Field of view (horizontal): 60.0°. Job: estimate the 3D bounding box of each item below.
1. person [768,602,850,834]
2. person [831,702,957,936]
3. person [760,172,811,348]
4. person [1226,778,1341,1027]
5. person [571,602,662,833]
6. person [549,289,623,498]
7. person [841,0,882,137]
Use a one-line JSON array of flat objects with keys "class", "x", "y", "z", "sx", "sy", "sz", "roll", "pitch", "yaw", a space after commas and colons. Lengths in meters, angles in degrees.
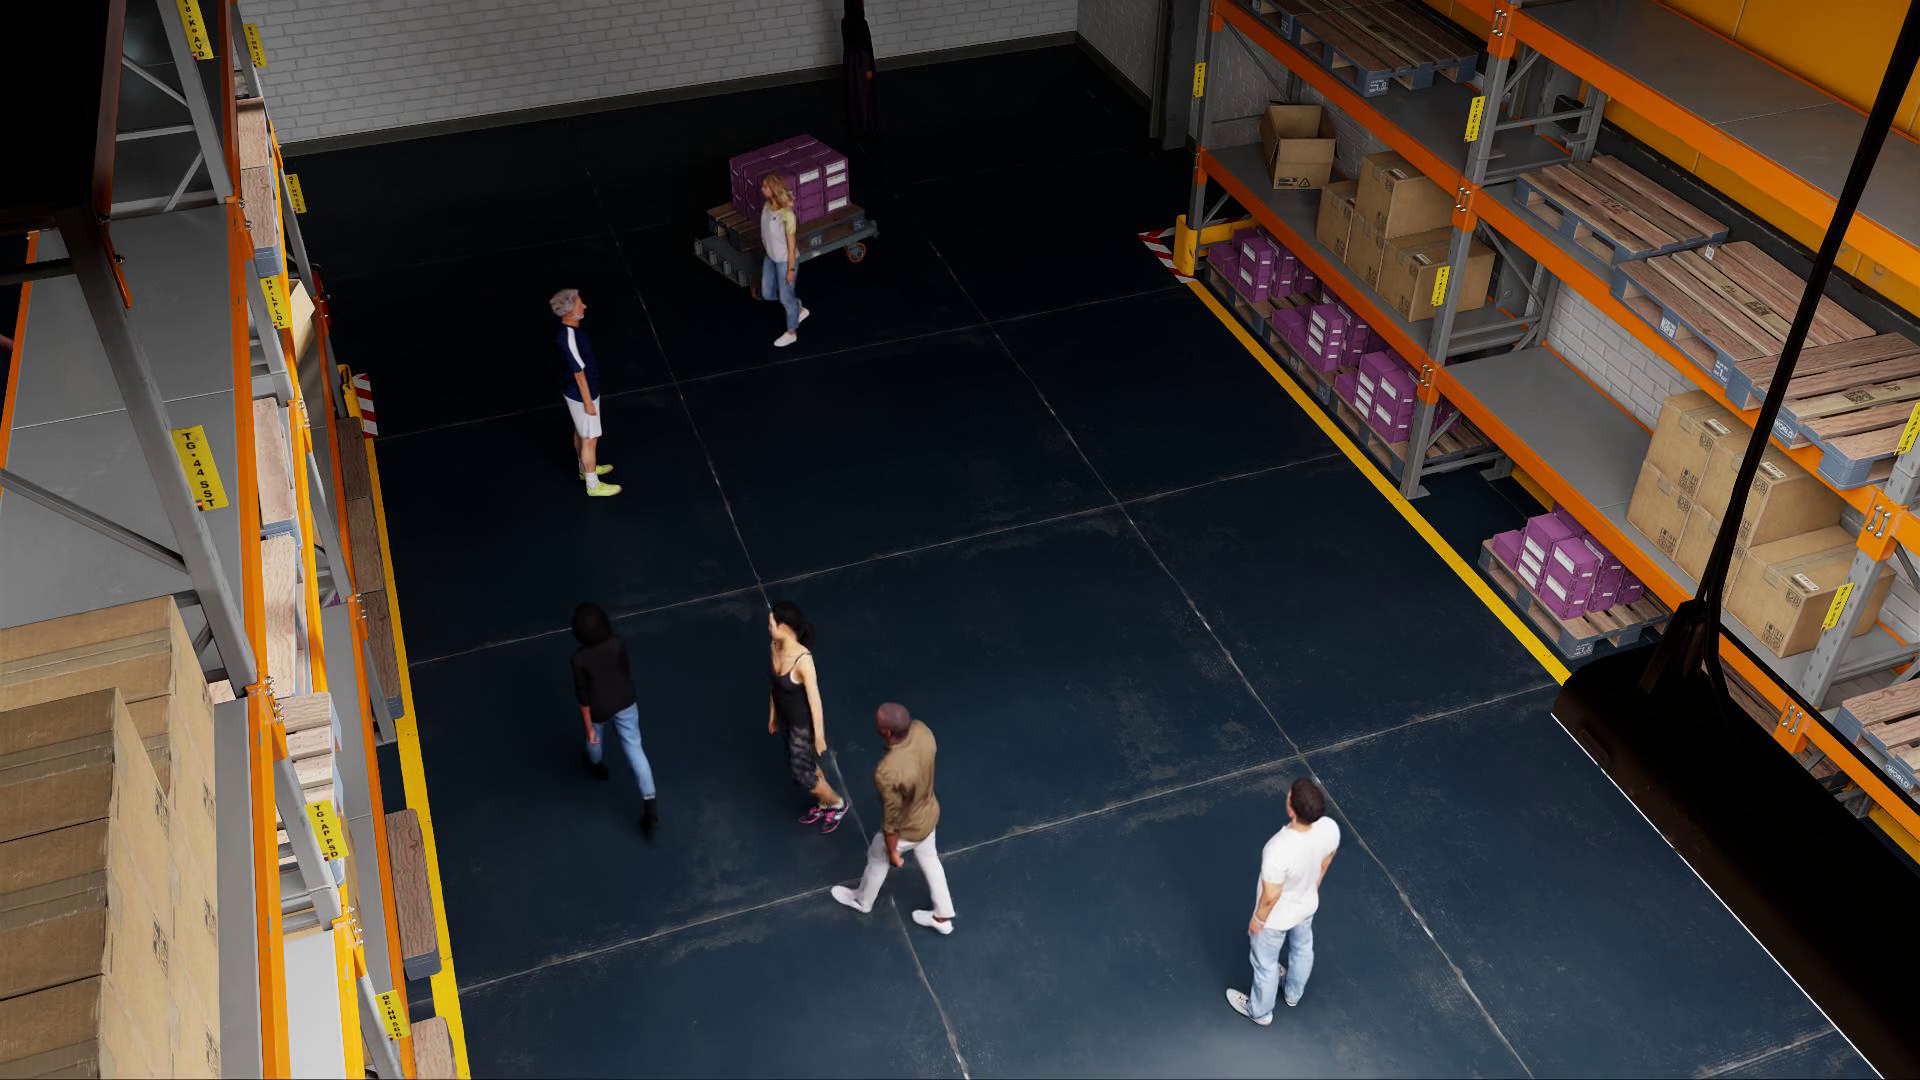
[{"class": "person", "x": -0.964, "y": 1.138, "z": 10.380, "sx": 0.623, "sy": 1.691, "sz": 0.799, "roll": 30, "pitch": 47, "yaw": 32}, {"class": "person", "x": -0.230, "y": 1.662, "z": 9.643, "sx": 1.179, "sy": 1.792, "sz": 1.086, "roll": 22, "pitch": 43, "yaw": 25}, {"class": "person", "x": -1.521, "y": -2.540, "z": 14.968, "sx": 0.811, "sy": 1.712, "sz": 0.747, "roll": -29, "pitch": 47, "yaw": -31}, {"class": "person", "x": 1.806, "y": 1.997, "z": 9.165, "sx": 0.720, "sy": 1.866, "sz": 0.643, "roll": -21, "pitch": 43, "yaw": -24}, {"class": "person", "x": -2.146, "y": 1.122, "z": 10.423, "sx": 0.680, "sy": 1.662, "sz": 1.209, "roll": -19, "pitch": 43, "yaw": -23}, {"class": "person", "x": -3.003, "y": -1.188, "z": 13.174, "sx": 0.683, "sy": 1.838, "sz": 0.472, "roll": -13, "pitch": 40, "yaw": -16}, {"class": "person", "x": -1.134, "y": -5.320, "z": 18.527, "sx": 0.697, "sy": 1.615, "sz": 0.579, "roll": -20, "pitch": 43, "yaw": -24}]
